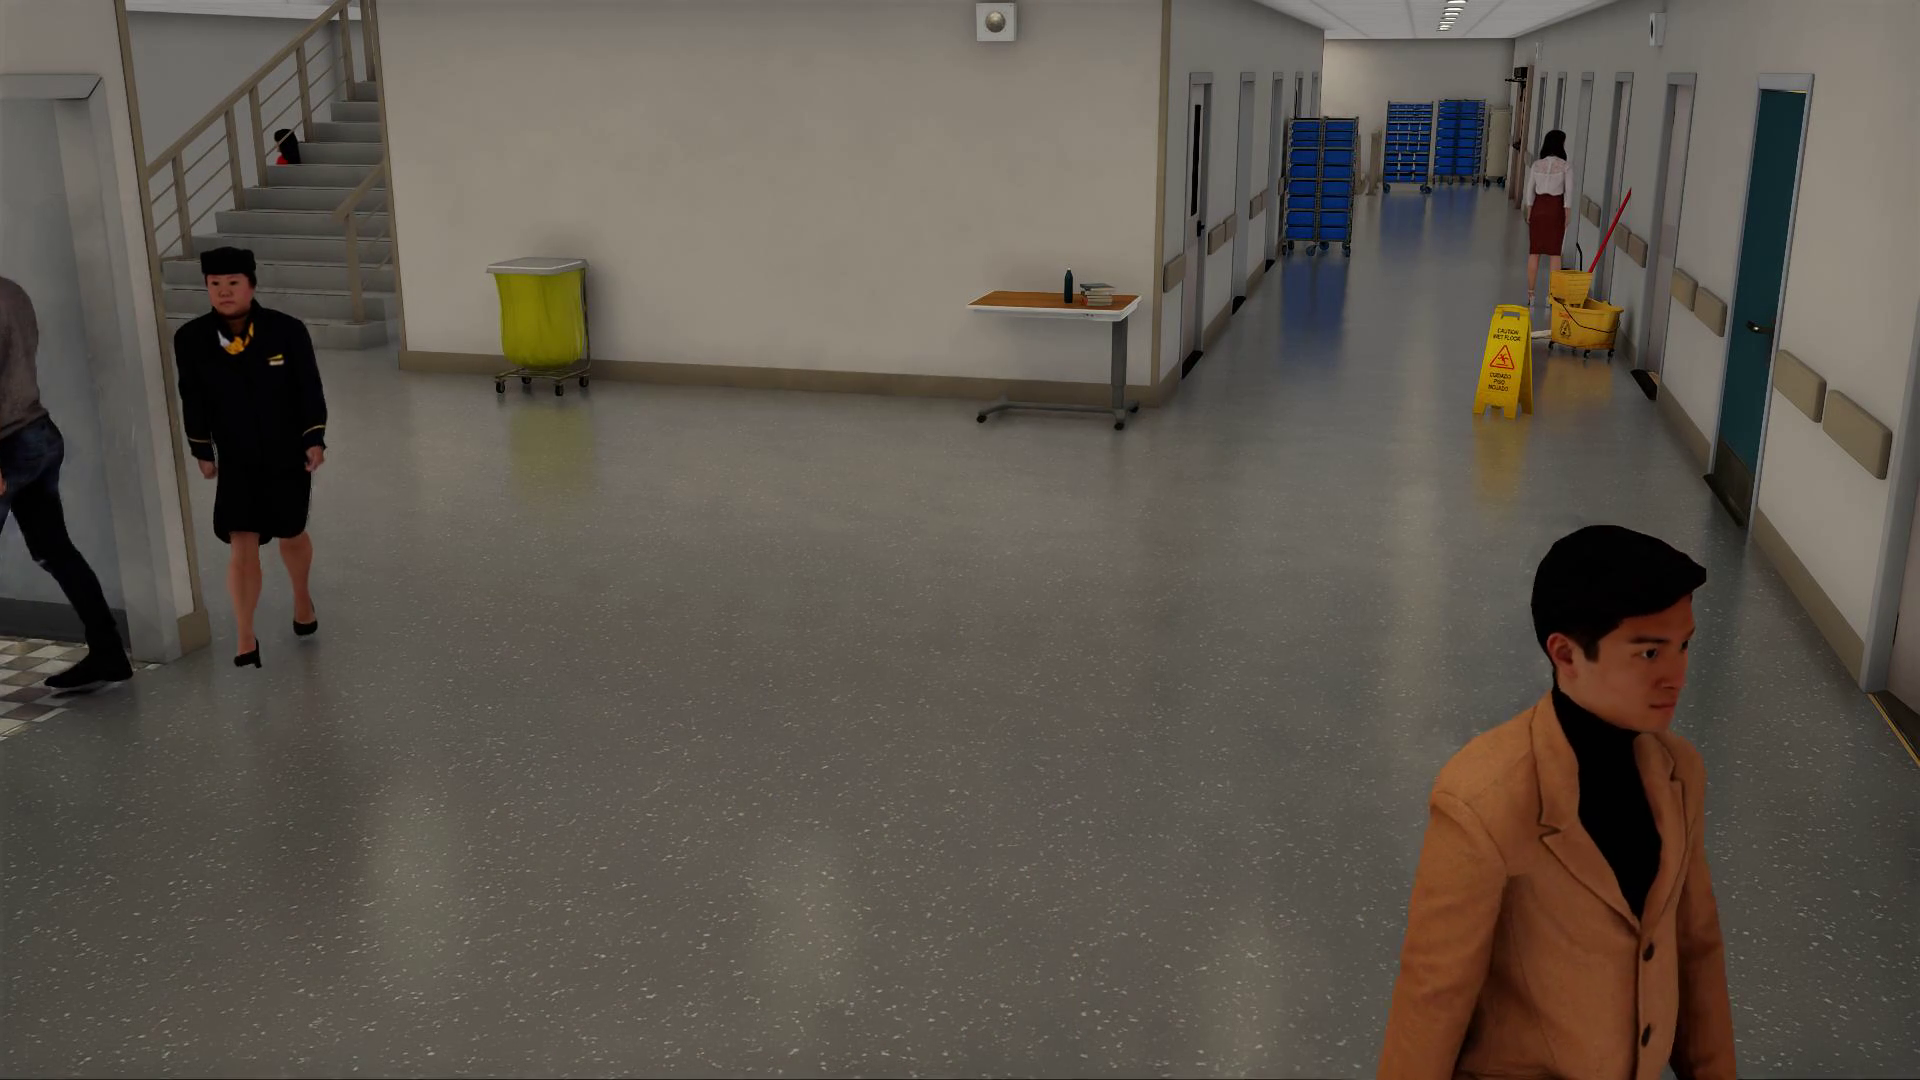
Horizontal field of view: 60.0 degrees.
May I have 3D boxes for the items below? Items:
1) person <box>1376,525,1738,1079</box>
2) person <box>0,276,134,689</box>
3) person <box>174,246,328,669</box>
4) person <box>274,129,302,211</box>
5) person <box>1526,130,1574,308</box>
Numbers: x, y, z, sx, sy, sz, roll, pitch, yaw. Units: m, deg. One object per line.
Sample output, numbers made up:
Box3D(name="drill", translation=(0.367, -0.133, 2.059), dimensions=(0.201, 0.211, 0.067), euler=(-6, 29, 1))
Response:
Box3D(name="person", translation=(0.811, 0.795, 2.523), dimensions=(1.112, 1.688, 1.155), euler=(-10, 18, -30))
Box3D(name="person", translation=(-3.451, -0.311, 6.216), dimensions=(1.066, 1.855, 1.167), euler=(-2, 16, -7))
Box3D(name="person", translation=(-2.782, -0.331, 6.706), dimensions=(1.021, 1.629, 1.191), euler=(-4, 16, -14))
Box3D(name="person", translation=(-6.926, -3.388, 17.330), dimensions=(0.705, 1.747, 0.586), euler=(2, 16, 7))
Box3D(name="person", translation=(5.942, -3.244, 16.812), dimensions=(0.656, 1.752, 0.623), euler=(10, 19, 32))
